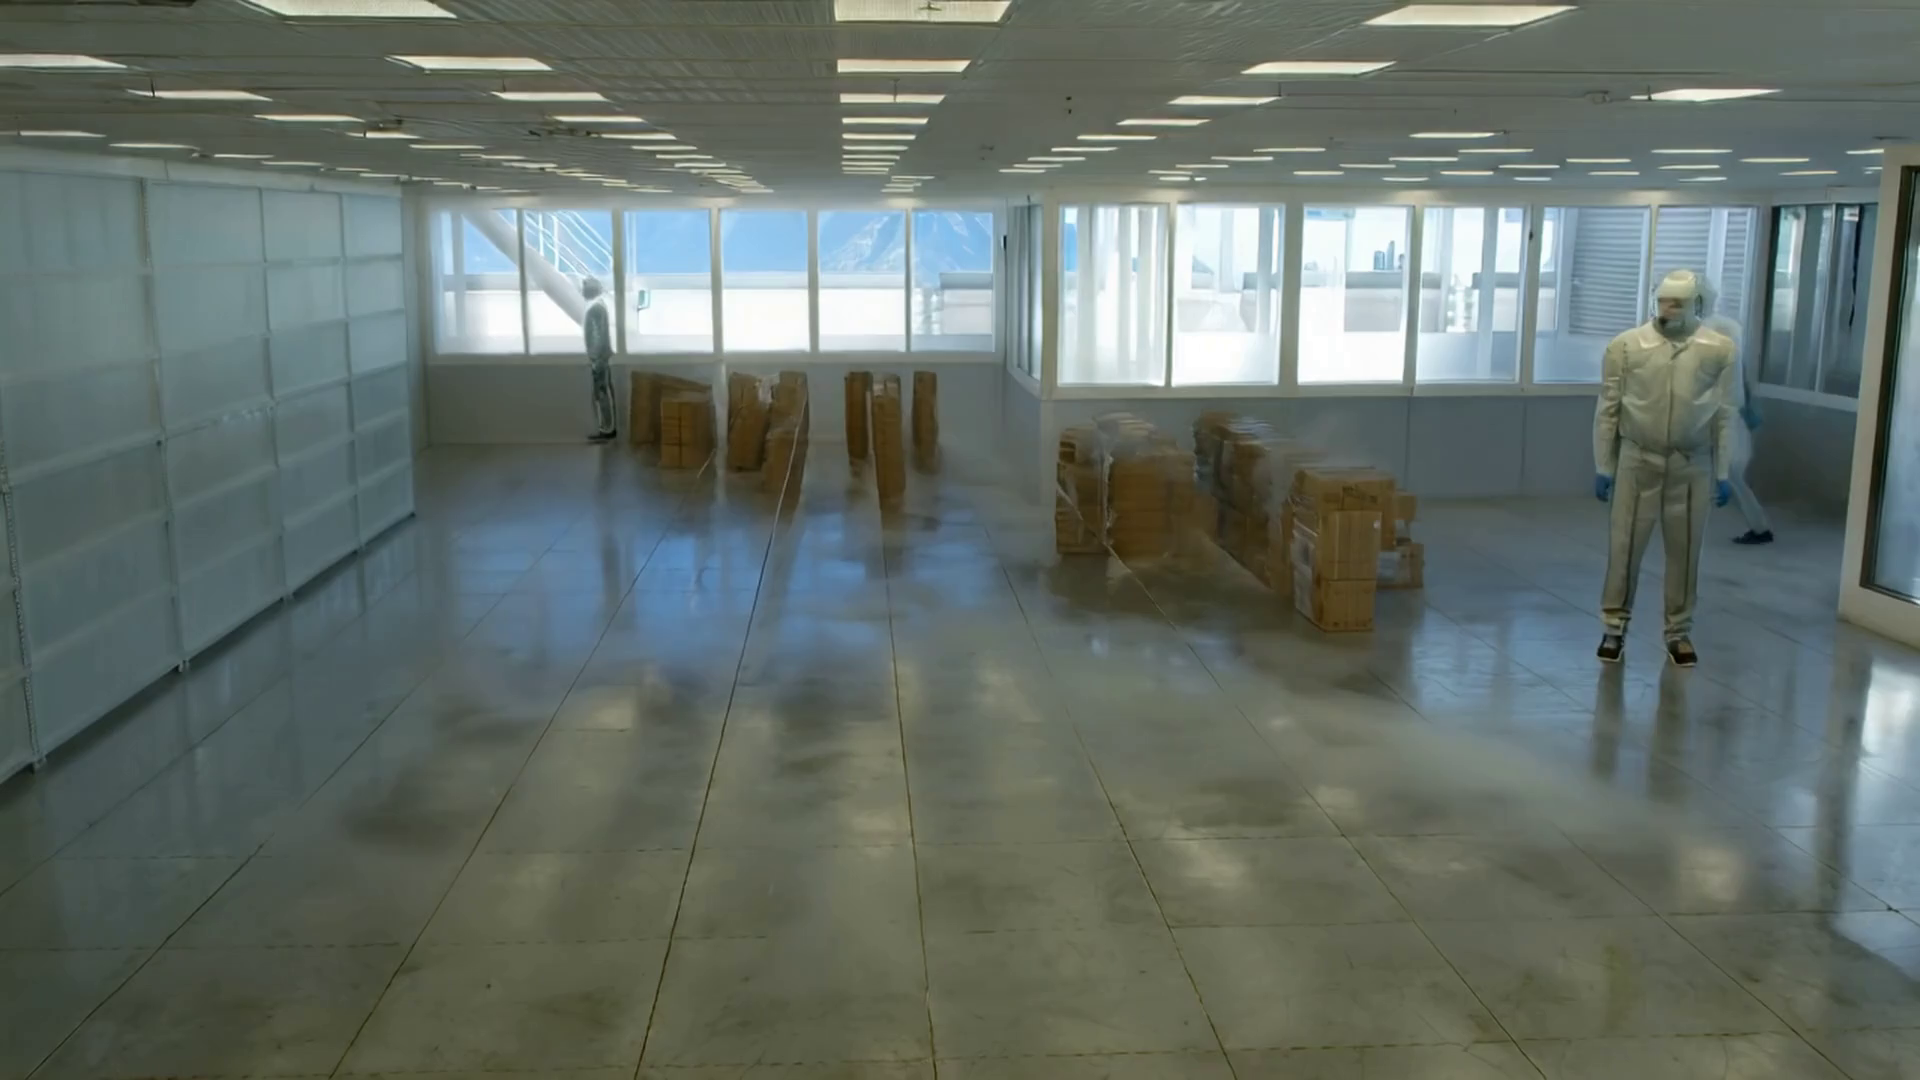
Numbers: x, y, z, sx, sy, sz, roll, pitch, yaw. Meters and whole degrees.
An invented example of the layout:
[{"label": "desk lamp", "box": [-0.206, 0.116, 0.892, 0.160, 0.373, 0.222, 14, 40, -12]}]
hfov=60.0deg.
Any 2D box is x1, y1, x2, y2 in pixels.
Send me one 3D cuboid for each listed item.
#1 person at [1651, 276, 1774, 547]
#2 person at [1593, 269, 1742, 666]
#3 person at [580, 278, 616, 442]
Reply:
[{"label": "person", "box": [5.026, -0.858, 11.158, 0.517, 1.787, 1.047, -10, 14, -42]}, {"label": "person", "box": [3.397, -0.342, 8.029, 0.655, 1.906, 0.407, 3, 11, 15]}, {"label": "person", "box": [-3.620, -1.798, 16.622, 0.283, 1.631, 0.503, 1, 11, 3]}]
